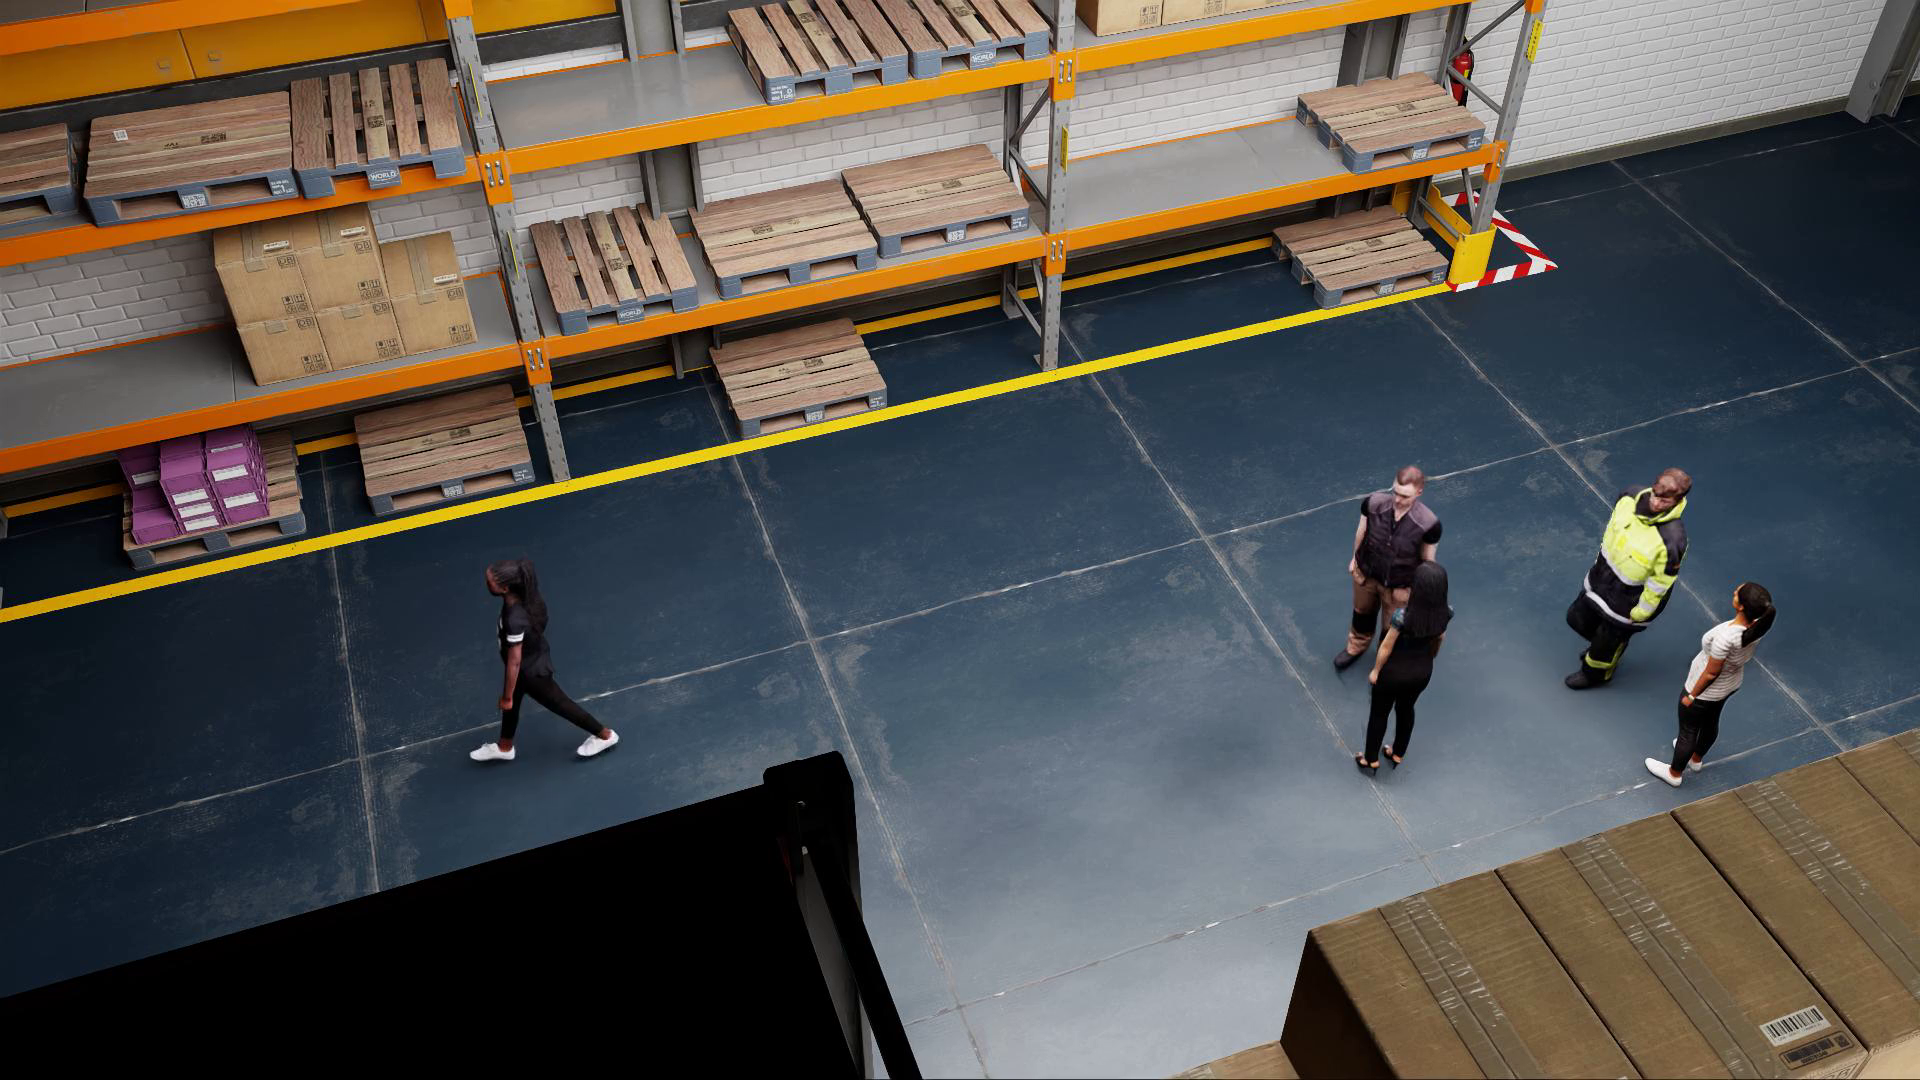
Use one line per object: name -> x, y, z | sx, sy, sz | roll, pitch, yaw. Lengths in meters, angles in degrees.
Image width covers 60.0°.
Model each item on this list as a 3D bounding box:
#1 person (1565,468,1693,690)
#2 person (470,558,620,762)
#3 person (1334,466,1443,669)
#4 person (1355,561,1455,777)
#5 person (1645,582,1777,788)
person -> 4.295, 0.242, 10.485 | 0.749, 1.952, 0.798 | -10, 45, -11
person -> -2.520, 0.783, 10.108 | 1.174, 1.688, 0.701 | -9, 44, -10
person -> 2.750, 0.195, 10.620 | 0.823, 1.833, 0.831 | 25, 49, 24
person -> 2.692, 0.799, 10.060 | 0.446, 1.730, 0.635 | -10, 45, -11
person -> 4.560, 0.866, 10.052 | 0.532, 1.646, 0.675 | -24, 49, -23
